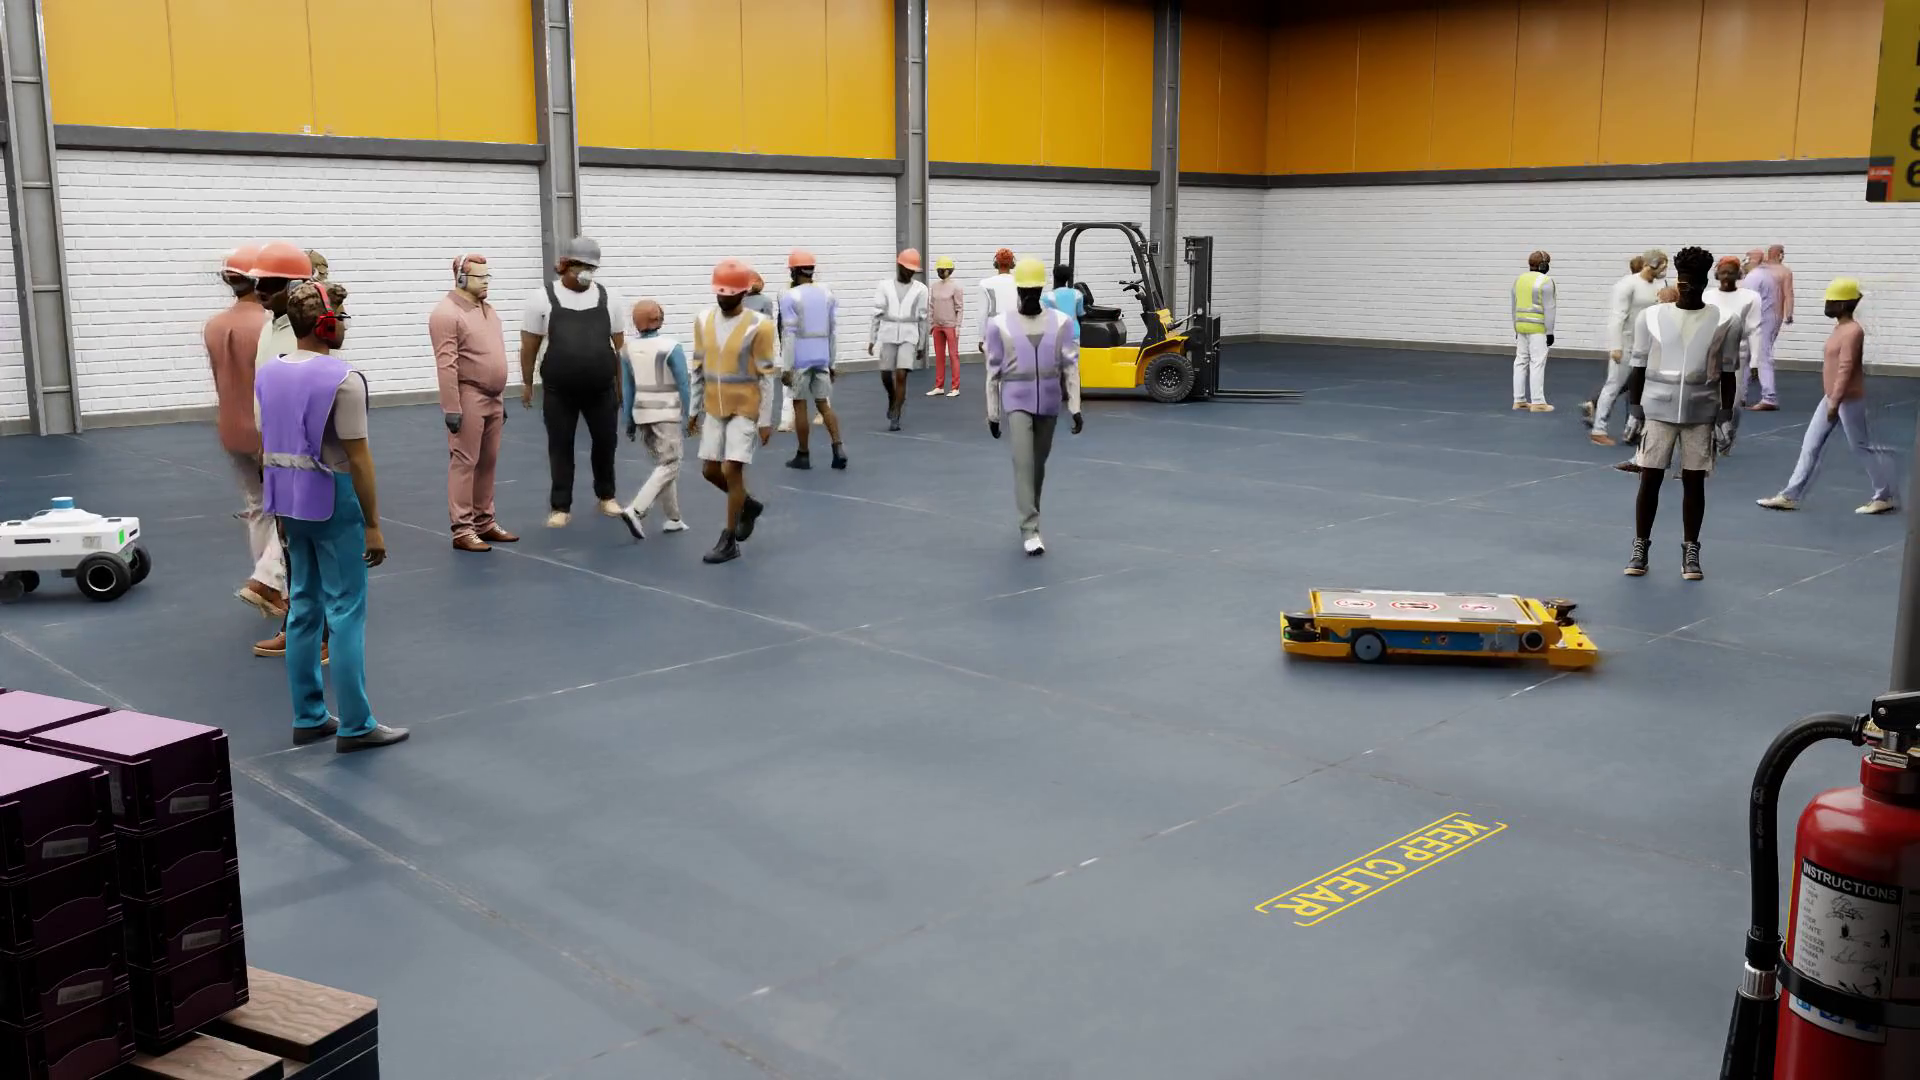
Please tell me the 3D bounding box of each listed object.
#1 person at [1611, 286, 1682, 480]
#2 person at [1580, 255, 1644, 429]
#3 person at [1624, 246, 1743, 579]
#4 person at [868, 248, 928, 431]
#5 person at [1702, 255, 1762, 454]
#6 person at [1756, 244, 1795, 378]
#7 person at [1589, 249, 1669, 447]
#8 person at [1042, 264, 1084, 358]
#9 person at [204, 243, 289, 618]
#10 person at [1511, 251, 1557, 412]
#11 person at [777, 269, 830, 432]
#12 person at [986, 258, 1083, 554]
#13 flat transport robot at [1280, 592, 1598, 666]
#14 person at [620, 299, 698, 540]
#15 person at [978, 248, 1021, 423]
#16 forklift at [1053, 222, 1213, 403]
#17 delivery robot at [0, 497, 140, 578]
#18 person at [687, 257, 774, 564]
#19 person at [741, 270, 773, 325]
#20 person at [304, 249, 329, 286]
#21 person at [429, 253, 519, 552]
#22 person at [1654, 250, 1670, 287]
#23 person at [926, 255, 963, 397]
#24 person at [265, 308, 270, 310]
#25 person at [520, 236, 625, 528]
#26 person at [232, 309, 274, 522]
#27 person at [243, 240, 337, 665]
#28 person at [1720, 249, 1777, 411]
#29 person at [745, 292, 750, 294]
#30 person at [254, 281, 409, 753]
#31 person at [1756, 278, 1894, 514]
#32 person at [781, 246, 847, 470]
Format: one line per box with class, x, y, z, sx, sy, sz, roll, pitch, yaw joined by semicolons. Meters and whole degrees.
person;5.835;-1.294;13.796;0.786;1.591;0.555;2;11;9
person;6.672;-1.938;16.685;0.665;1.832;0.519;0;10;-2
person;4.254;-0.744;9.823;0.603;1.959;0.377;4;11;23
person;-0.639;-2.103;17.422;0.631;1.889;0.711;1;10;3
person;6.838;-1.614;14.861;0.583;1.860;0.815;6;12;29
person;11.554;-3.248;23.655;0.542;1.889;0.681;-6;12;-29
person;6.470;-1.840;15.969;0.672;1.893;0.558;-6;12;-28
person;1.210;-2.421;19.731;0.551;1.702;0.412;-3;11;-15
person;-3.623;-0.543;8.663;0.638;1.979;0.539;5;11;25
person;6.638;-2.403;19.192;0.430;1.845;0.619;-4;11;-22
person;-1.629;-2.059;17.457;0.630;1.804;0.963;3;11;18
person;0.469;-0.883;10.814;0.588;1.879;0.993;-2;11;-13
flat transport robot;2.298;0.413;8.118;1.431;0.197;0.652;2;10;9
person;-2.039;-0.797;11.109;0.524;1.610;0.714;7;12;32
person;0.476;-2.185;17.890;0.575;1.883;0.355;-2;11;-9
forklift;1.935;-2.847;20.651;2.313;2.155;1.214;2;11;13
delivery robot;-5.015;0.002;9.331;0.707;0.478;0.477;-2;11;-11
person;-1.401;-0.813;10.381;0.622;1.893;0.656;5;11;24
person;-2.332;-2.227;18.801;0.497;1.633;0.288;6;12;29
person;-4.336;-0.963;11.095;0.371;1.934;0.627;-4;11;-22
person;-3.122;-0.889;10.761;0.408;1.905;0.654;3;11;14
person;8.794;-2.754;21.127;0.404;1.833;0.588;-2;11;-12
person;-0.190;-2.680;20.903;0.523;1.771;0.314;9;13;39
person;-5.129;-1.136;12.545;0.489;1.746;0.284;8;13;36
person;-2.708;-1.128;11.697;0.767;2.000;0.592;-5;11;-24
person;-4.831;-1.047;11.872;0.549;1.814;1.000;6;12;29
person;-3.140;-0.404;7.866;0.612;1.997;0.376;9;14;40
person;9.265;-2.452;19.427;0.773;1.853;0.692;8;13;36
person;-2.608;-2.458;20.053;0.500;1.636;0.280;6;12;31
person;-2.497;-0.082;6.518;0.569;1.844;0.377;6;12;29
person;6.394;-1.033;12.068;0.927;1.713;0.532;2;11;11
person;-1.295;-1.552;14.335;0.554;1.938;0.482;-9;14;-40
